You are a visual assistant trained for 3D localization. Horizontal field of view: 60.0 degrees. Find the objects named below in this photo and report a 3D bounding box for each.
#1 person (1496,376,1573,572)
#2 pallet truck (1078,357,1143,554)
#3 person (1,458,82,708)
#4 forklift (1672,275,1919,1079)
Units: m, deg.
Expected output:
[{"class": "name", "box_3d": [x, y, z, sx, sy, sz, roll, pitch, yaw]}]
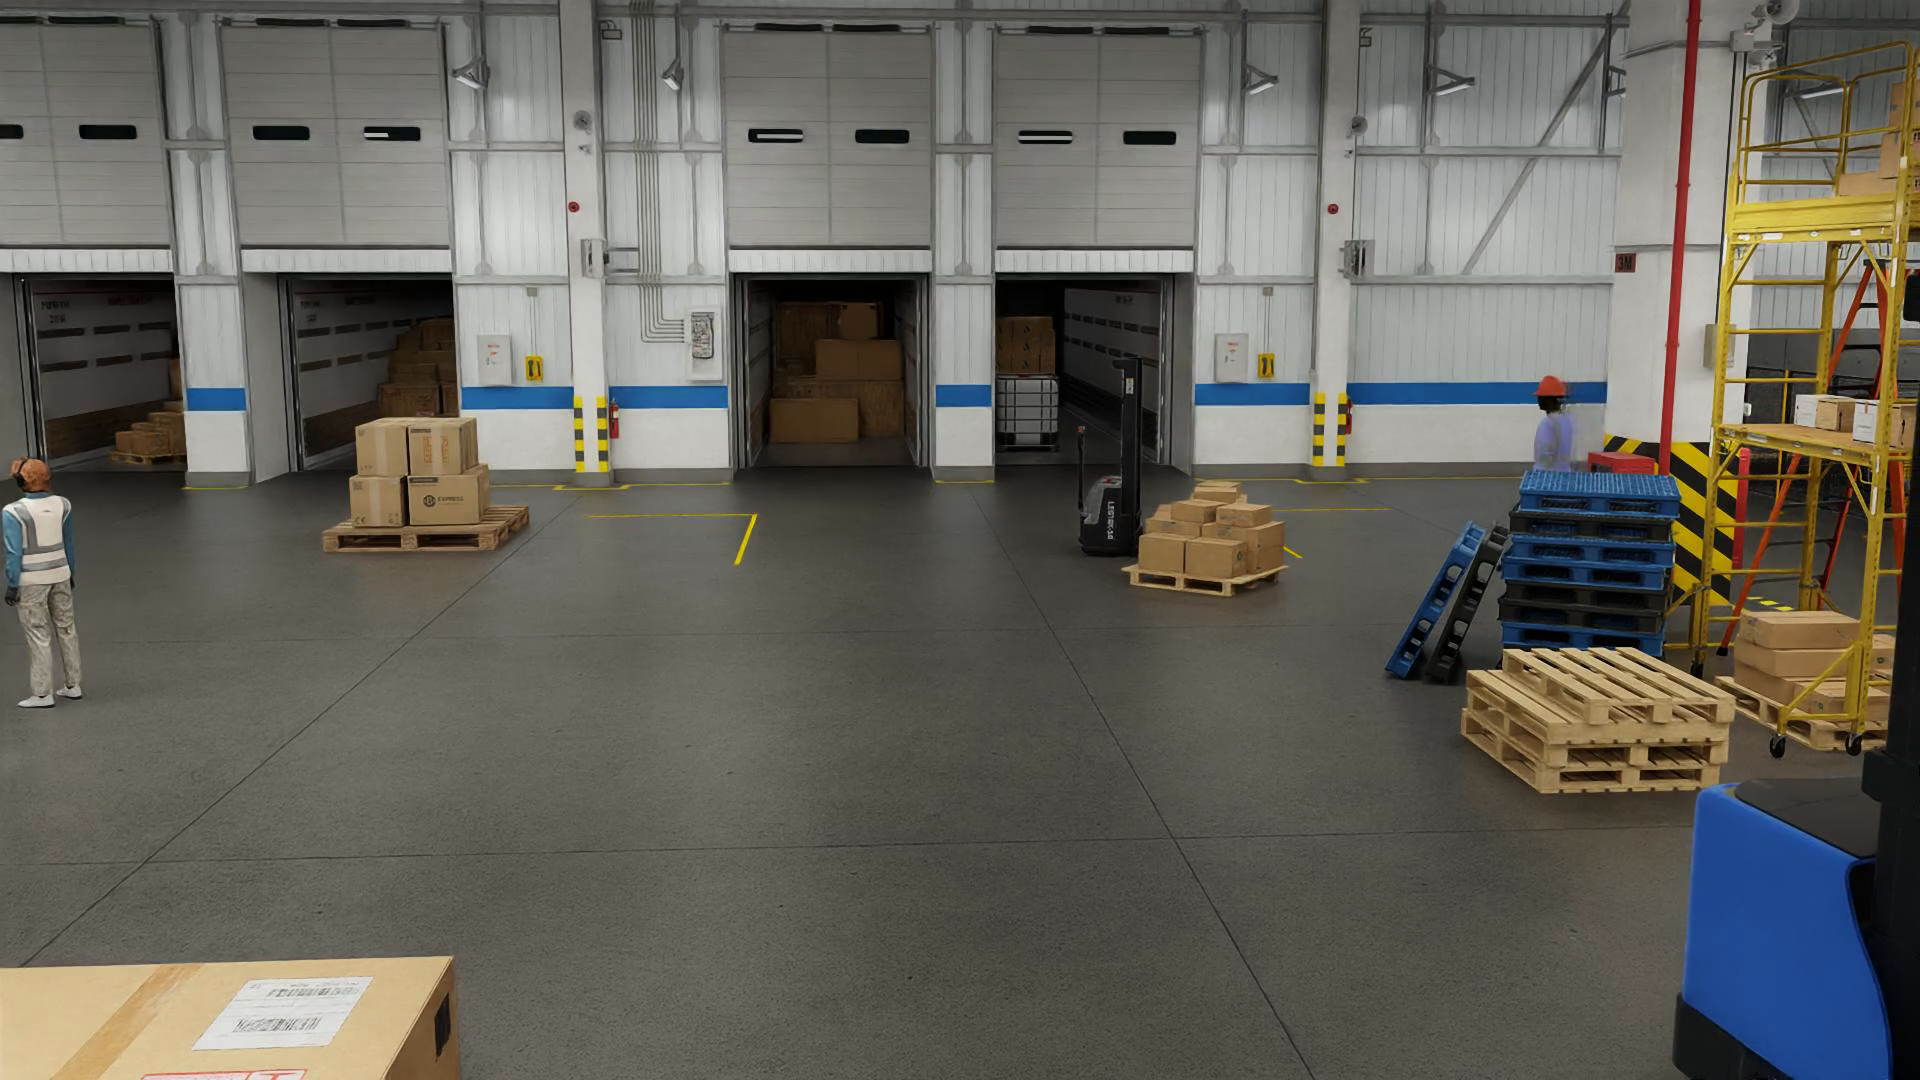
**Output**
[{"class": "person", "box_3d": [5.529, -0.571, 15.427, 0.553, 1.900, 0.988, -8, 12, -43]}, {"class": "pallet truck", "box_3d": [2.088, -0.836, 16.757, 1.885, 1.965, 0.823, 2, 9, 13]}, {"class": "person", "box_3d": [-6.005, 0.280, 10.876, 0.307, 1.639, 0.525, 3, 10, 18]}, {"class": "forklift", "box_3d": [3.148, 0.622, 4.840, 1.129, 2.768, 1.873, -2, 9, -10]}]
